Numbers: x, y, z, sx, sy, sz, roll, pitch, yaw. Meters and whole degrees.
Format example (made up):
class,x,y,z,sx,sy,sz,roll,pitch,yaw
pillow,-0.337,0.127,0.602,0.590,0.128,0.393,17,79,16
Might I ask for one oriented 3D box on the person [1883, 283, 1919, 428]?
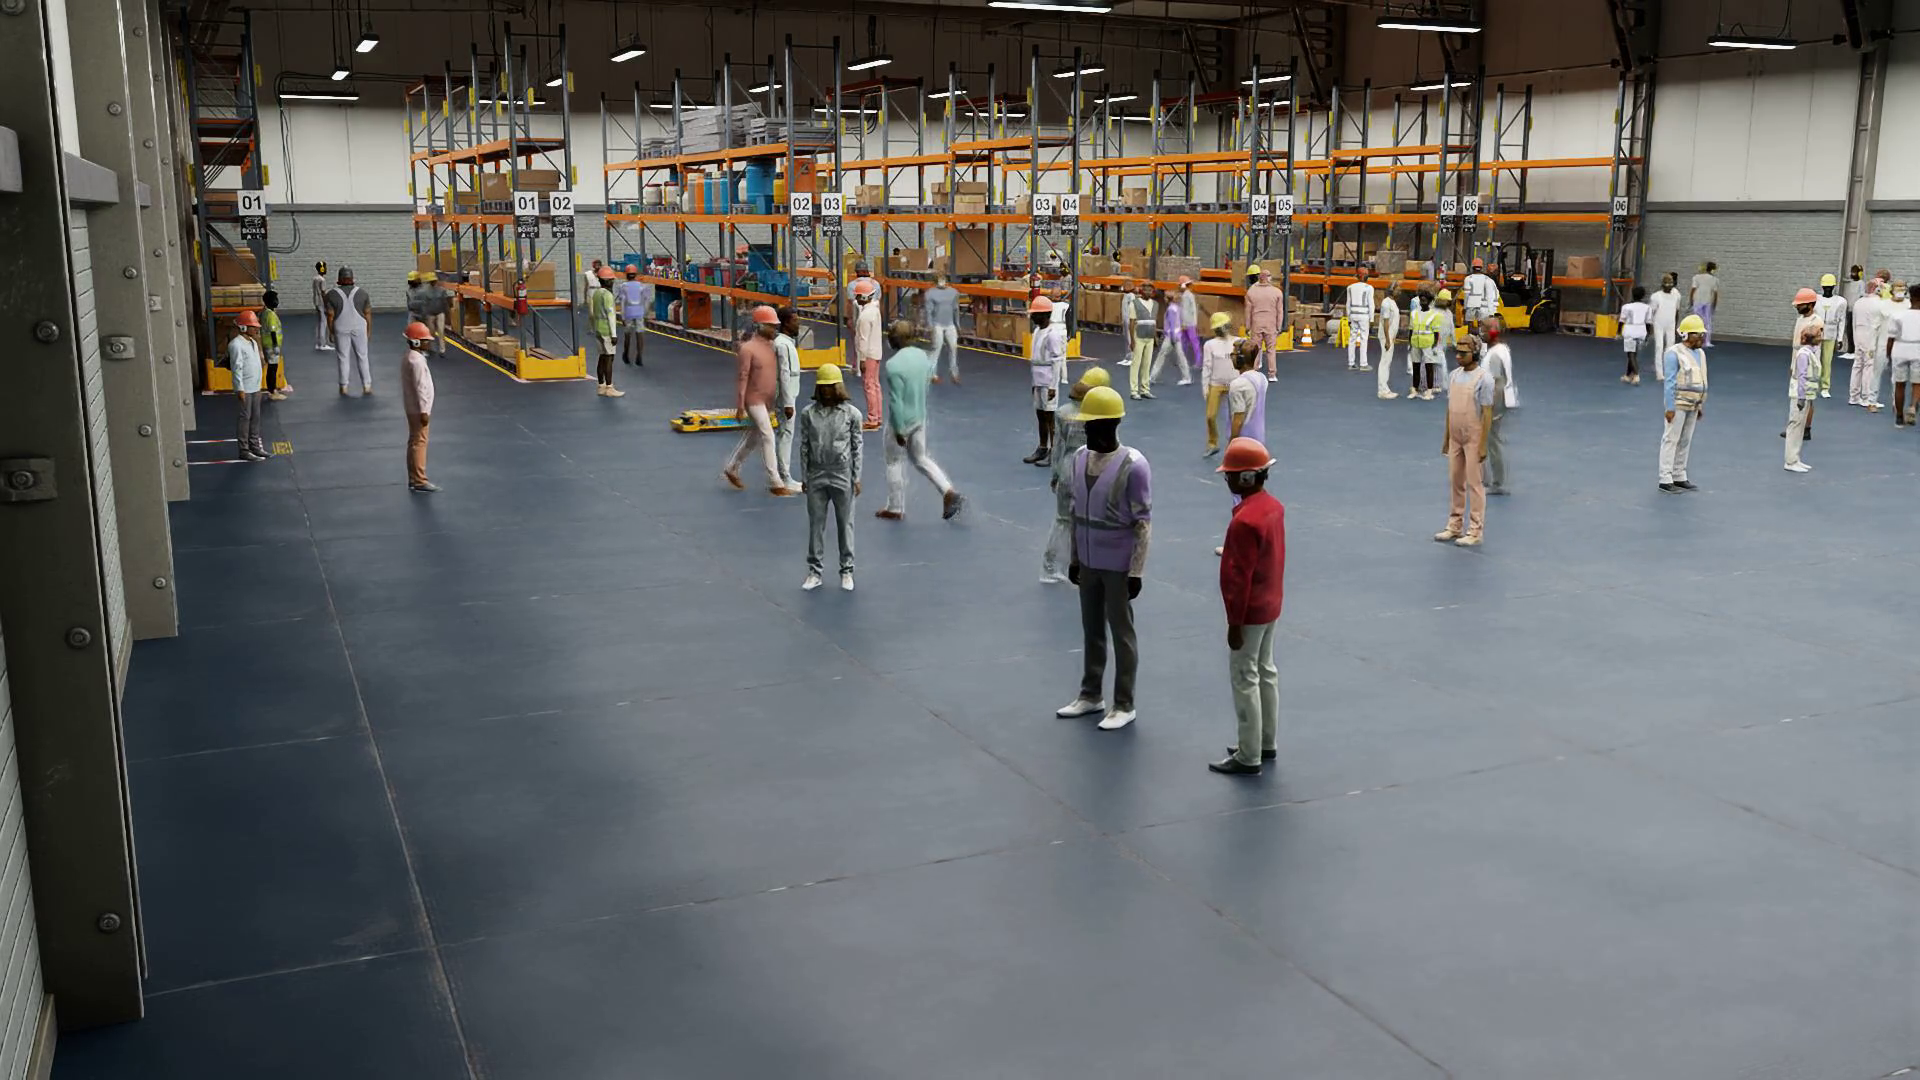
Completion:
class,x,y,z,sx,sy,sz,roll,pitch,yaw
person,12.715,-2.461,22.265,0.615,1.950,0.479,6,13,29

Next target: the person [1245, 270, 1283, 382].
class,x,y,z,sx,sy,sz,roll,pitch,yaw
person,5.188,-3.644,28.408,0.642,1.905,0.401,3,12,15

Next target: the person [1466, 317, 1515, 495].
class,x,y,z,sx,sy,sz,roll,pitch,yaw
person,5.354,-1.353,16.961,0.594,1.823,0.558,2,11,12

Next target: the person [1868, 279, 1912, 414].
class,x,y,z,sx,sy,sz,roll,pitch,yaw
person,13.434,-2.781,23.960,0.628,1.930,0.368,4,12,19

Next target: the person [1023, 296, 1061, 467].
class,x,y,z,sx,sy,sz,roll,pitch,yaw
person,0.945,-1.800,18.943,0.379,1.938,0.547,-4,12,-21

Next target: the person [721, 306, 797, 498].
class,x,y,z,sx,sy,sz,roll,pitch,yaw
person,-2.104,-1.428,17.054,1.003,1.958,0.620,6,13,28

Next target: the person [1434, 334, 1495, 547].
class,x,y,z,sx,sy,sz,roll,pitch,yaw
person,4.401,-0.866,14.462,0.339,1.838,0.507,-5,12,-25

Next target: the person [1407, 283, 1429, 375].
class,x,y,z,sx,sy,sz,roll,pitch,yaw
person,8.200,-3.770,29.714,0.310,1.638,0.523,11,15,44

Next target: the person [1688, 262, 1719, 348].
class,x,y,z,sx,sy,sz,roll,pitch,yaw
person,15.918,-5.017,35.573,0.613,1.837,0.458,3,12,15

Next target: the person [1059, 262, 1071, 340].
class,x,y,z,sx,sy,sz,roll,pitch,yaw
person,2.244,-4.972,35.275,0.330,1.861,0.502,-6,13,-29

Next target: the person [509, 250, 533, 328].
class,x,y,z,sx,sy,sz,roll,pitch,yaw
person,-11.109,-6.322,41.848,1.020,1.980,0.597,8,14,37

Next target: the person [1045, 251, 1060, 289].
class,x,y,z,sx,sy,sz,roll,pitch,yaw
person,2.768,-7.684,49.285,0.525,1.769,0.314,3,12,16

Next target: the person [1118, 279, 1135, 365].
class,x,y,z,sx,sy,sz,roll,pitch,yaw
person,3.179,-4.131,31.564,0.267,1.632,0.509,-2,11,-11

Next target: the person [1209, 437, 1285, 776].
class,x,y,z,sx,sy,sz,roll,pitch,yaw
person,1.471,0.338,8.576,0.352,1.743,0.573,6,13,27

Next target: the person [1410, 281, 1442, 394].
class,x,y,z,sx,sy,sz,roll,pitch,yaw
person,7.493,-3.237,26.620,0.337,1.803,0.646,-4,12,-19

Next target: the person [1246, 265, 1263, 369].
class,x,y,z,sx,sy,sz,roll,pitch,yaw
person,5.436,-4.109,30.711,0.384,1.924,0.589,5,12,22

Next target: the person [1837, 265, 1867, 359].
class,x,y,z,sx,sy,sz,roll,pitch,yaw
person,17.727,-4.519,32.973,0.317,1.861,0.521,0,11,2

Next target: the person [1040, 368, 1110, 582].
class,x,y,z,sx,sy,sz,roll,pitch,yaw
person,0.915,-0.472,12.820,0.596,1.693,0.321,7,13,31

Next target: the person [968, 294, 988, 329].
class,x,y,z,sx,sy,sz,roll,pitch,yaw
person,0.510,-6.209,41.454,0.685,1.889,0.511,3,12,15

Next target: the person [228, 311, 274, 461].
class,x,y,z,sx,sy,sz,roll,pitch,yaw
person,-8.296,-1.801,19.442,0.350,1.743,0.564,0,11,2

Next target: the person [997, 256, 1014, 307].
class,x,y,z,sx,sy,sz,roll,pitch,yaw
person,1.337,-7.506,48.697,0.510,1.642,0.308,4,12,18

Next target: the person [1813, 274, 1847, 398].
class,x,y,z,sx,sy,sz,roll,pitch,yaw
person,13.508,-3.189,26.026,0.585,1.928,0.369,5,12,23

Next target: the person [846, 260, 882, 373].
class,x,y,z,sx,sy,sz,roll,pitch,yaw
person,-1.788,-4.033,30.025,0.685,2.000,0.538,-8,14,-36

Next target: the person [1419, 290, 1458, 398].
class,x,y,z,sx,sy,sz,roll,pitch,yaw
person,7.469,-3.000,25.642,0.495,1.690,0.919,-9,14,-39

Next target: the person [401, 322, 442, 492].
class,x,y,z,sx,sy,sz,roll,pitch,yaw
person,-5.600,-1.381,17.280,0.342,1.749,0.570,-6,13,-28

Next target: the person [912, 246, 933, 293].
class,x,y,z,sx,sy,sz,roll,pitch,yaw
person,-1.029,-6.972,45.008,0.603,2.022,0.483,1,11,5

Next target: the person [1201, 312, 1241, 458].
class,x,y,z,sx,sy,sz,roll,pitch,yaw
person,3.101,-1.776,19.366,0.575,1.737,0.403,2,11,12

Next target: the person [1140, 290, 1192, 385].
class,x,y,z,sx,sy,sz,roll,pitch,yaw
person,3.518,-3.395,27.935,0.872,1.591,0.517,4,12,21

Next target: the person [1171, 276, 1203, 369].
class,x,y,z,sx,sy,sz,roll,pitch,yaw
person,4.256,-4.035,30.914,0.623,1.707,0.571,2,11,12

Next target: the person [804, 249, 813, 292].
class,x,y,z,sx,sy,sz,roll,pitch,yaw
person,-4.724,-8.224,52.091,0.348,1.743,0.566,-3,11,-13

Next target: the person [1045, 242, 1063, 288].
class,x,y,z,sx,sy,sz,roll,pitch,yaw
person,3.198,-9.103,56.152,0.636,1.903,0.405,4,12,17

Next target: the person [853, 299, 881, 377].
class,x,y,z,sx,sy,sz,roll,pitch,yaw
person,-1.639,-3.671,29.225,0.515,1.634,0.313,2,11,12

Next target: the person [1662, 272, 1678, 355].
class,x,y,z,sx,sy,sz,roll,pitch,yaw
person,14.191,-4.504,33.298,0.318,1.697,0.533,-1,11,-5

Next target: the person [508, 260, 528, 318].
class,x,y,z,sx,sy,sz,roll,pitch,yaw
person,-12.113,-7.016,45.428,0.618,1.947,0.994,0,11,-2
